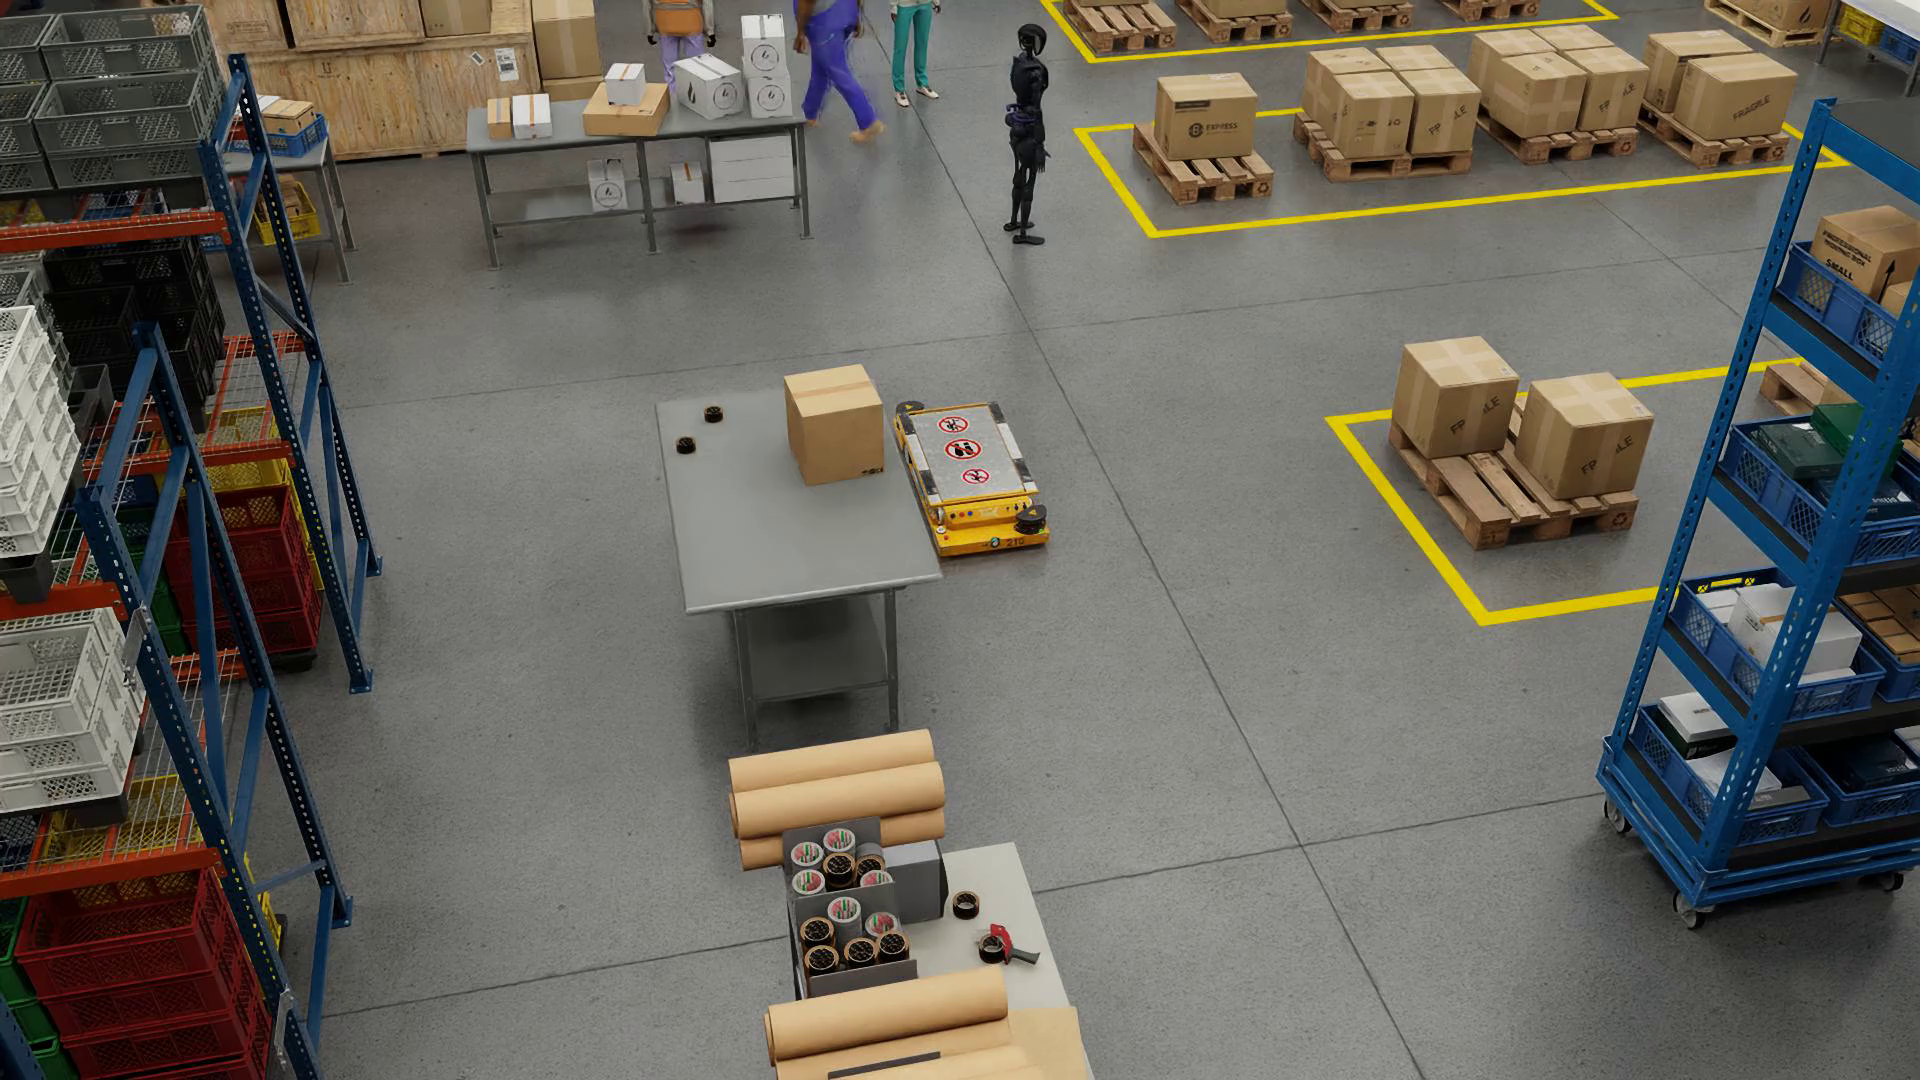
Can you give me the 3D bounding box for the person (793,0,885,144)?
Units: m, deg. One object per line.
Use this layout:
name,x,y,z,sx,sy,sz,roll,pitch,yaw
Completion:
person,-1.072,-4.385,13.964,1.003,2.000,0.735,18,40,23

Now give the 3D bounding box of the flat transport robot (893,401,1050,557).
flat transport robot,0.046,-0.430,10.108,0.652,0.197,1.431,-8,37,-10

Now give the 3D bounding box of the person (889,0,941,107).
person,-0.398,-4.728,14.655,0.522,1.765,0.319,-22,42,-27

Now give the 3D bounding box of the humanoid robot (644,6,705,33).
humanoid robot,-2.774,-5.689,16.050,0.686,1.628,0.600,14,39,19

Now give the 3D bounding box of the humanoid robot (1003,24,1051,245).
humanoid robot,0.514,-3.054,12.469,0.310,1.655,0.616,-8,37,-10

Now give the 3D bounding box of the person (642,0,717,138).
person,-2.352,-4.330,13.984,0.594,1.925,0.369,1,37,1

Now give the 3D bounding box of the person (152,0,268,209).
person,-5.764,-3.402,12.694,0.583,1.968,0.636,-6,37,-8
